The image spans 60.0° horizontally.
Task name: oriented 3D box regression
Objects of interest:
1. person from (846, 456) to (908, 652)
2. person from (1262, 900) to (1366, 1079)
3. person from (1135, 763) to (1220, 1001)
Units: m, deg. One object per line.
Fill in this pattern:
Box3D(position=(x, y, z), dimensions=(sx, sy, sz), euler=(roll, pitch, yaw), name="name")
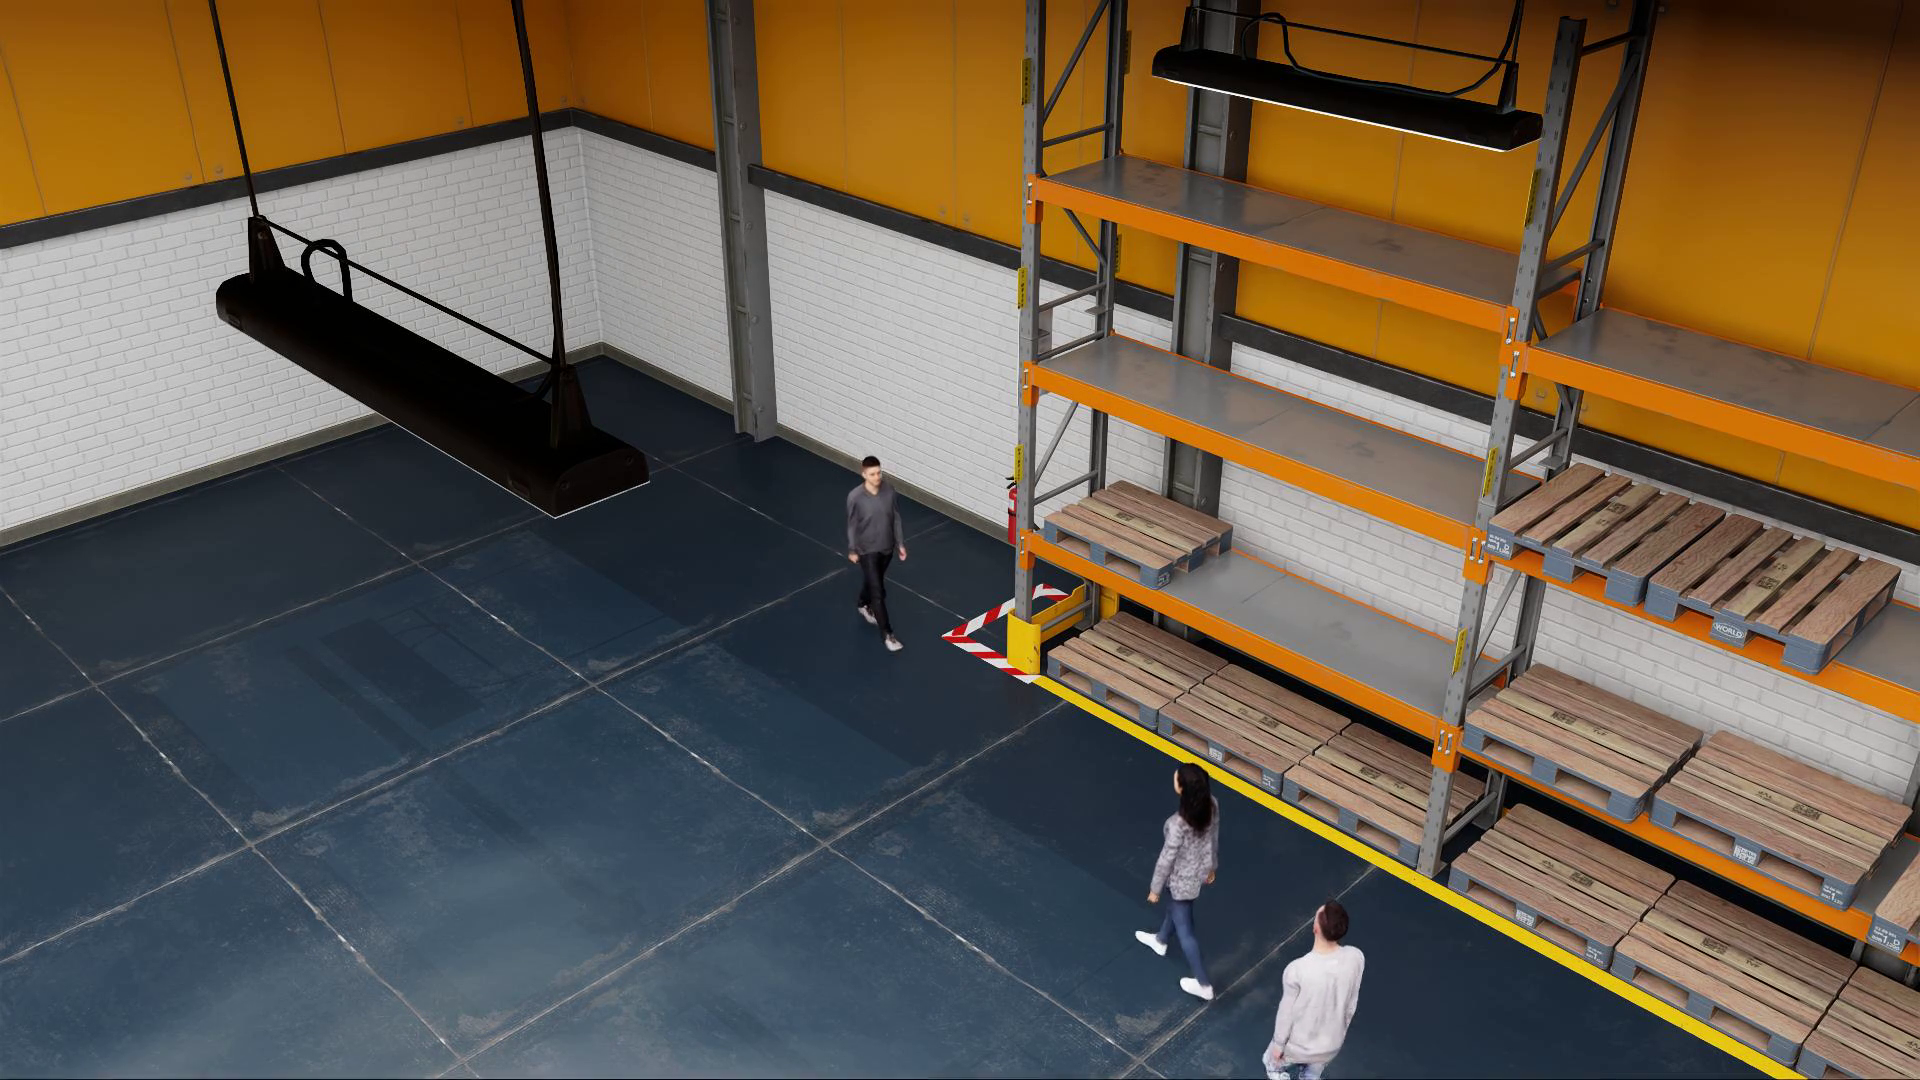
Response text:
Box3D(position=(-0.770, 0.050, 14.517), dimensions=(0.766, 1.711, 1.184), euler=(-18, 33, -29), name="person")
Box3D(position=(2.007, 2.818, 9.327), dimensions=(0.800, 1.821, 0.792), euler=(-10, 30, -17), name="person")
Box3D(position=(1.489, 2.193, 10.594), dimensions=(0.652, 1.705, 0.978), euler=(-24, 37, -37), name="person")
